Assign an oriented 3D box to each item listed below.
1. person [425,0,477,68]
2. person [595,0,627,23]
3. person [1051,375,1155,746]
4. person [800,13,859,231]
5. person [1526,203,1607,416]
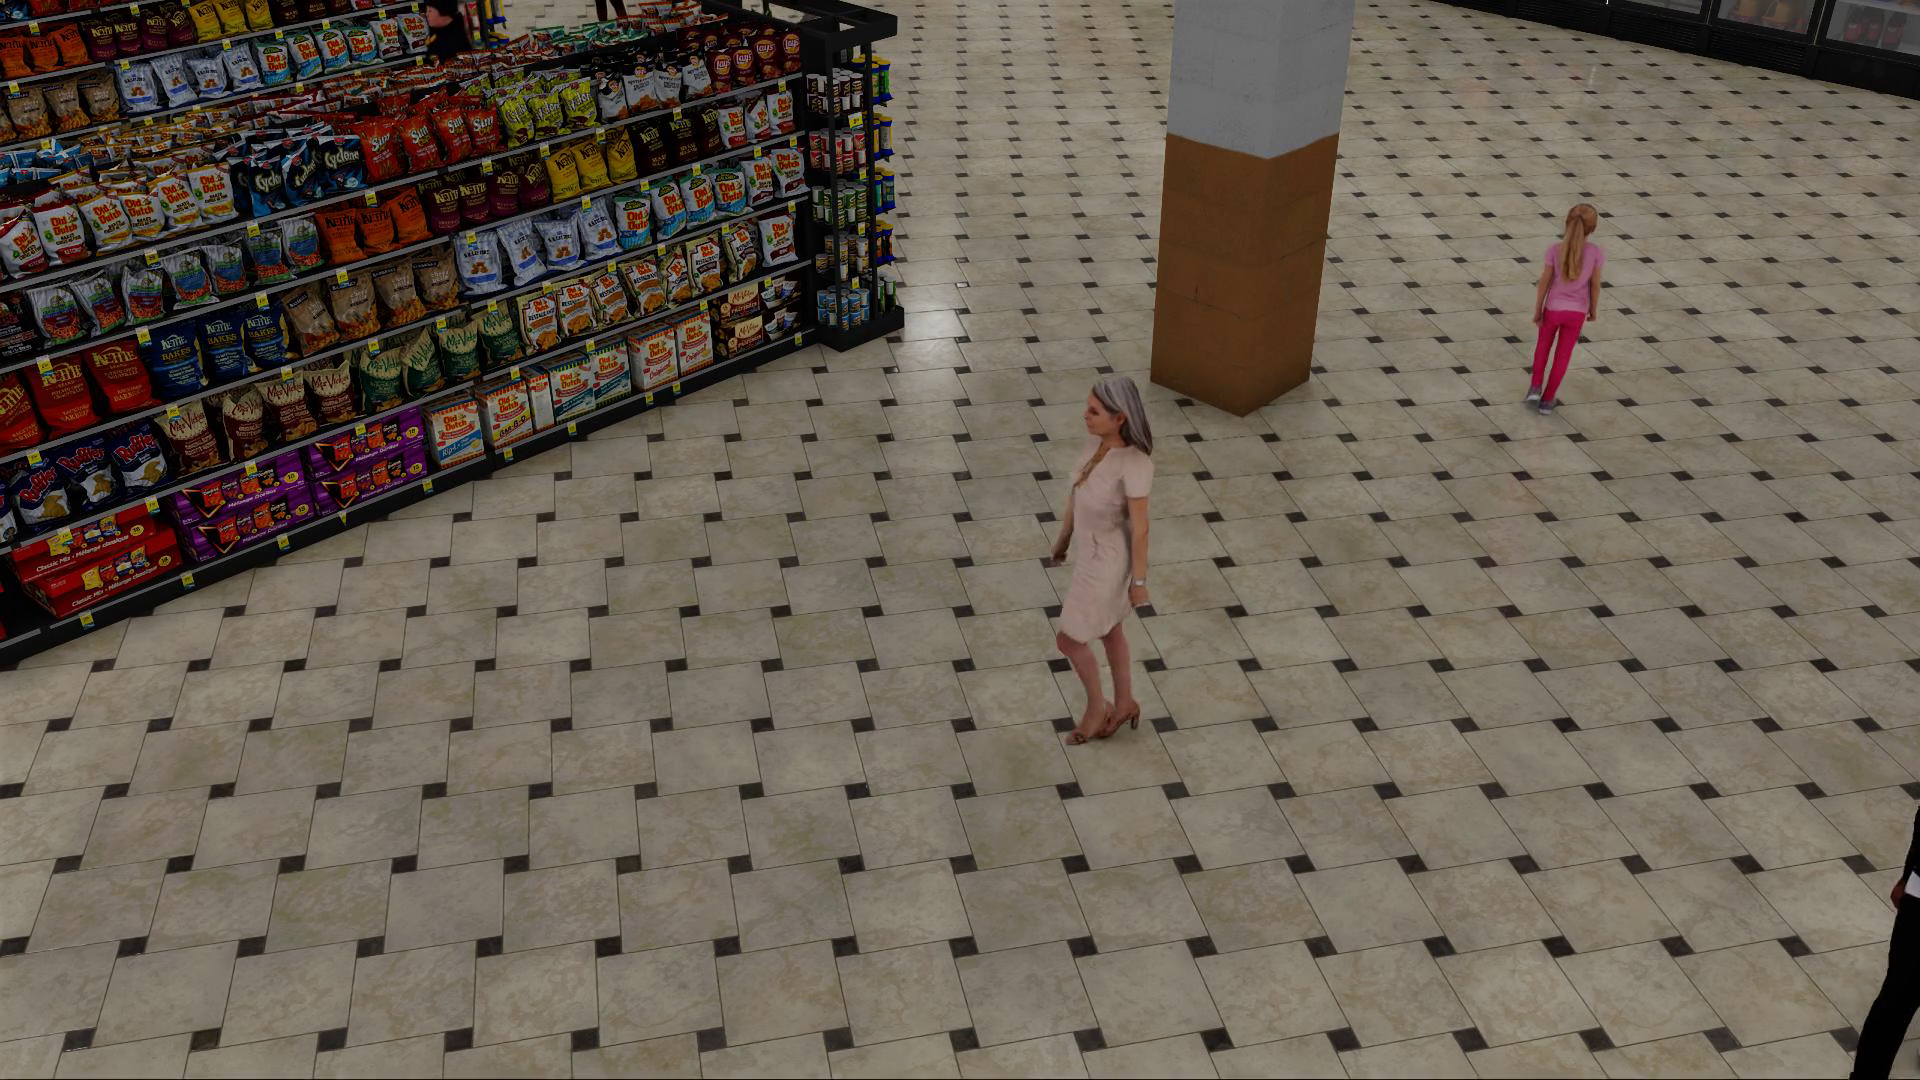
[{"bbox_3d":[-3.631,-3.154,12.107,0.796,1.672,0.797,-10,33,-15],"label":"person"},{"bbox_3d":[-3.407,-5.530,15.879,0.592,1.722,0.606,18,36,26],"label":"person"},{"bbox_3d":[0.679,0.098,6.834,0.790,1.722,0.738,-8,33,-12],"label":"person"},{"bbox_3d":[-1.028,-3.056,11.745,1.046,1.888,0.957,-5,32,-8],"label":"person"},{"bbox_3d":[3.456,-1.297,9.509,0.561,1.264,0.597,14,35,21],"label":"person"}]
